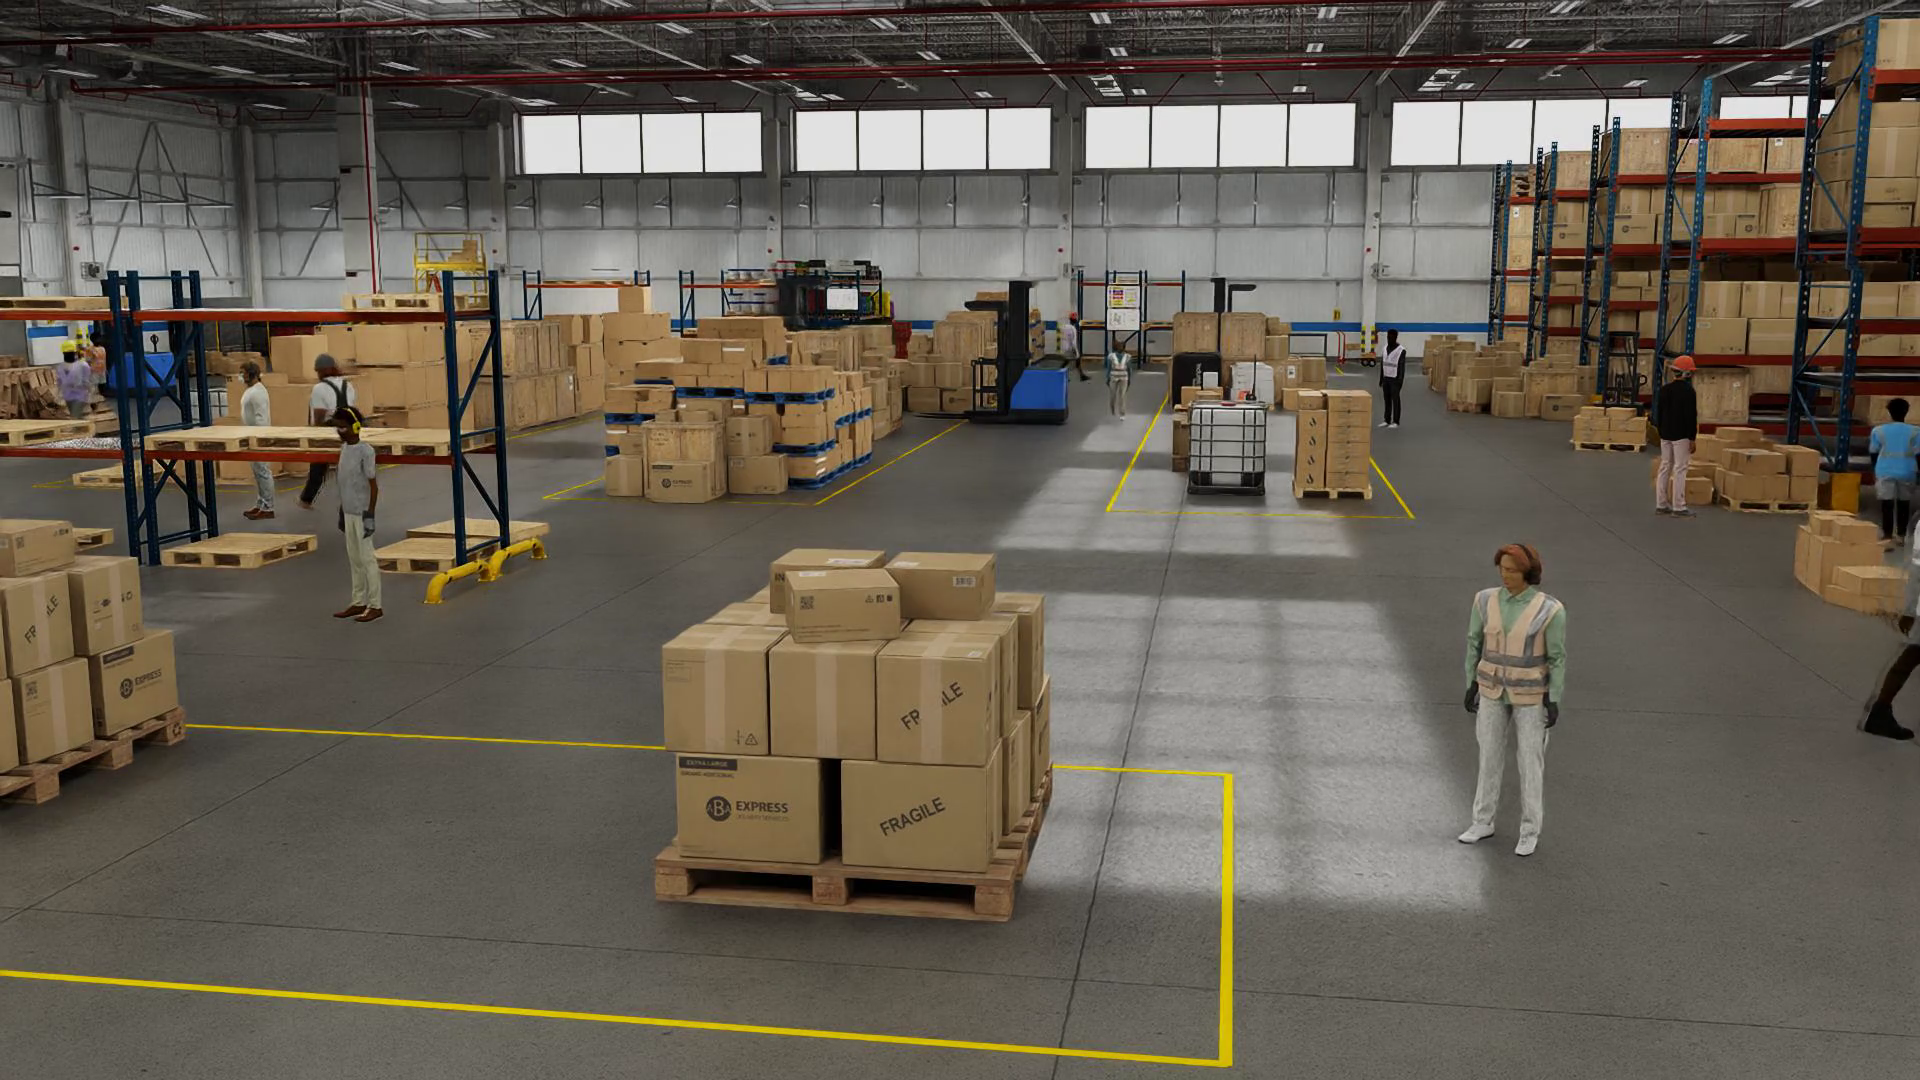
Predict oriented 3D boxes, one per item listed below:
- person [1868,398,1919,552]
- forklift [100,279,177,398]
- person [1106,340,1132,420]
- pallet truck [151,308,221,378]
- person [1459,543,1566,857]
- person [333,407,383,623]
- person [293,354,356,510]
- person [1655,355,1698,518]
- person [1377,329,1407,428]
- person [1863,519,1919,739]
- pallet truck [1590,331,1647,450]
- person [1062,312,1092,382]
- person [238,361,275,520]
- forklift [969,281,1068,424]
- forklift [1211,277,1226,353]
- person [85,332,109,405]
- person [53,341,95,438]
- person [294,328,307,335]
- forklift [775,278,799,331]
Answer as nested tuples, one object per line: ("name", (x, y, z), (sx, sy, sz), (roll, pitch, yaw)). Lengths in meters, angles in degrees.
("person", (10.163, -0.712, 18.076), (0.544, 1.649, 0.800), (4, 10, 24))
("forklift", (-19.606, -4.720, 39.027), (1.873, 2.768, 1.129), (1, 9, 9))
("person", (3.244, -3.271, 33.924), (0.527, 1.625, 0.528), (0, 9, 1))
("pallet truck", (-21.869, -5.598, 47.154), (0.823, 1.965, 1.885), (4, 10, 26))
("person", (2.881, 0.822, 8.669), (0.520, 1.636, 0.312), (8, 12, 42))
("person", (-5.227, -0.217, 14.385), (0.516, 1.865, 0.329), (8, 12, 39))
("person", (-7.967, -1.365, 20.918), (1.000, 2.000, 0.687), (5, 10, 28))
("person", (8.832, -1.268, 20.458), (0.376, 1.995, 0.609), (-3, 10, -19))
("person", (8.351, -3.112, 32.104), (0.397, 1.911, 0.587), (-5, 11, -30))
("person", (6.282, 0.401, 10.503), (0.563, 1.879, 0.996), (-9, 13, -43))
("pallet truck", (11.253, -2.573, 28.499), (0.823, 1.965, 1.885), (5, 10, 27))
("person", (3.140, -5.237, 45.245), (0.945, 1.894, 0.555), (4, 10, 23))
("person", (-8.600, -1.217, 20.319), (0.371, 1.940, 0.630), (-5, 11, -30))
("forklift", (1.194, -3.753, 33.059), (1.873, 2.768, 1.129), (1, 9, 9))
("forklift", (7.520, -6.242, 48.411), (1.873, 2.768, 1.129), (1, 9, 9))
("person", (-18.710, -3.653, 36.083), (0.320, 1.698, 0.531), (2, 10, 15))
("person", (-14.546, -2.304, 27.195), (0.613, 1.872, 0.965), (2, 9, 12))
("person", (-12.605, -3.107, 32.014), (0.647, 1.927, 0.565), (0, 9, -3))
("forklift", (-4.383, -5.272, 42.429), (1.873, 2.768, 1.129), (1, 9, 9))
